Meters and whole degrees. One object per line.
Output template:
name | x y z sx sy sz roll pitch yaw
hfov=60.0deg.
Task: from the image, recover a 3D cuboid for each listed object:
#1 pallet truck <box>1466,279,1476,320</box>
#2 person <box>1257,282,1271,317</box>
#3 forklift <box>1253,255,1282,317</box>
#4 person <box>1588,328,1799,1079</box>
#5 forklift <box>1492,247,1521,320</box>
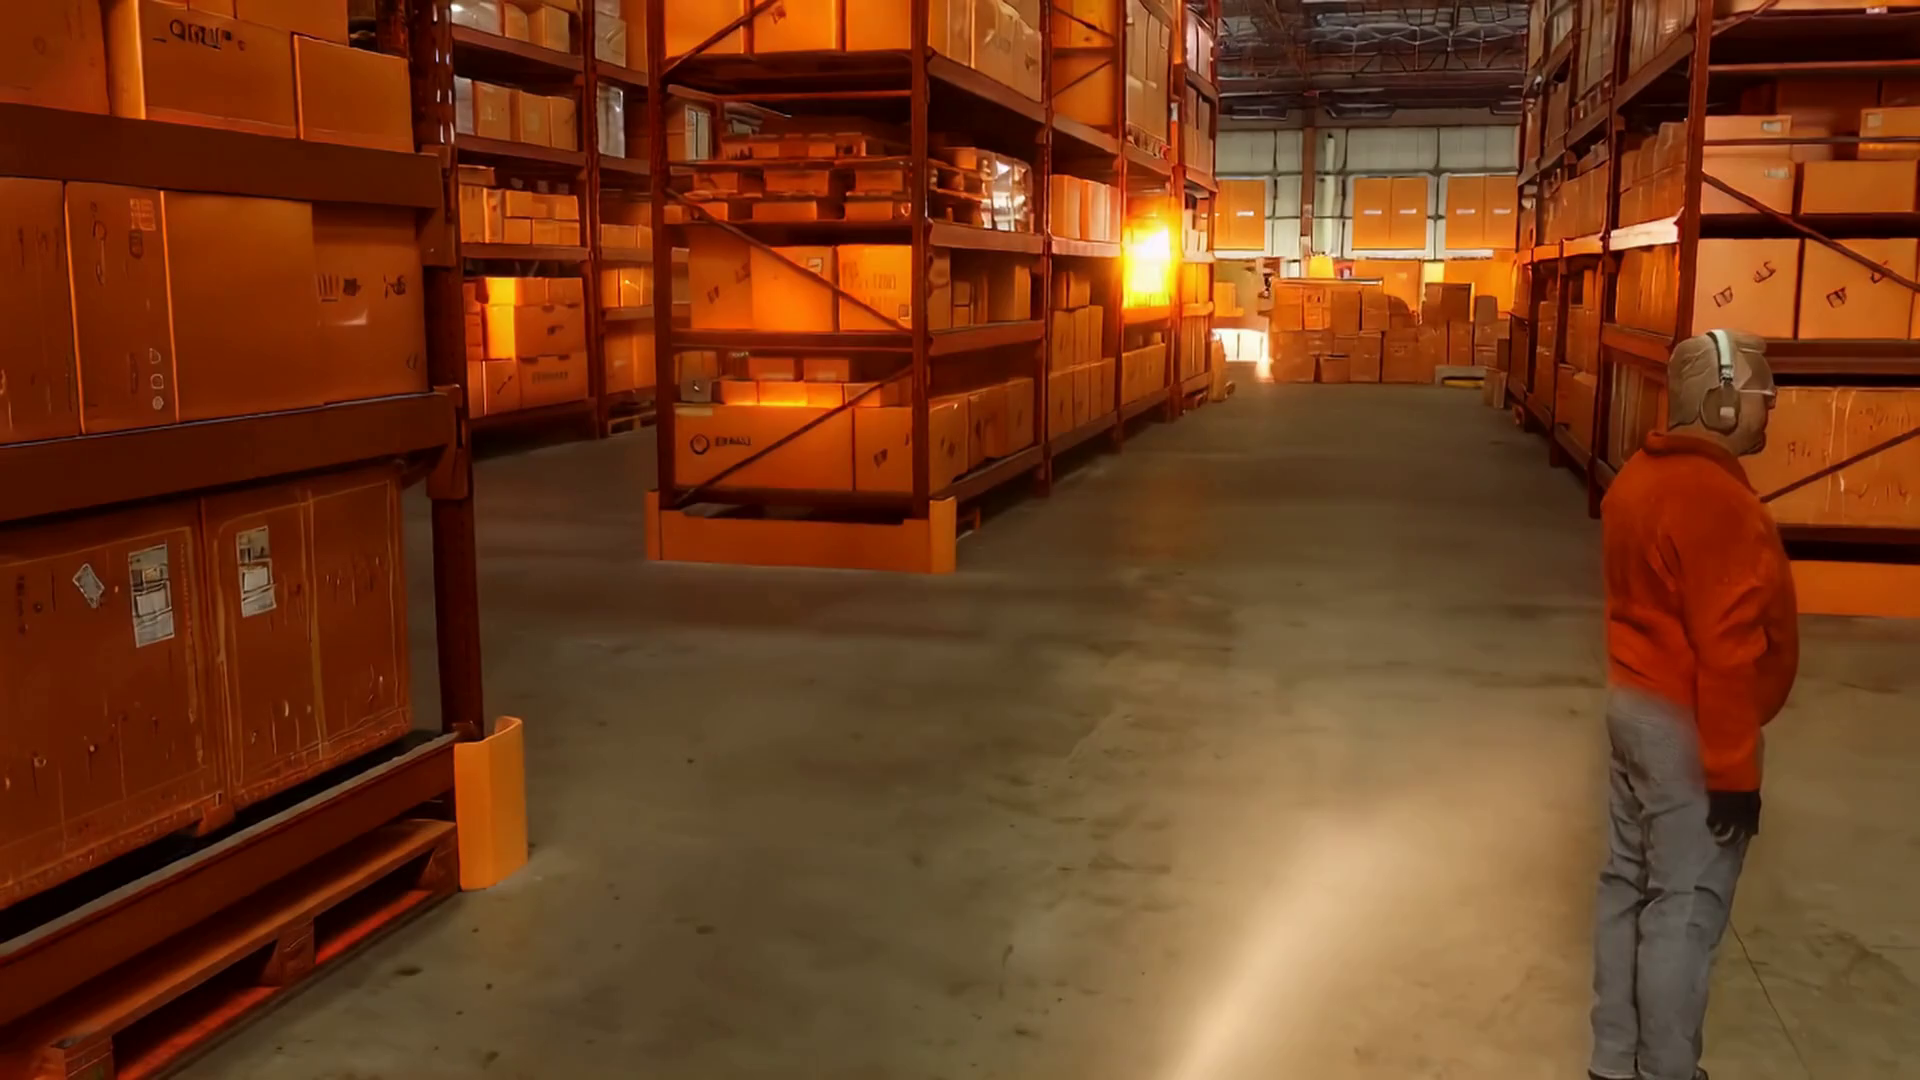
pallet truck | 18.896 -8.459 60.307 1.885 1.965 0.823 5 10 31
person | 9.971 -7.474 54.322 0.633 1.918 0.779 -2 9 -12
forklift | 10.632 -8.462 57.531 1.129 2.768 1.873 -4 10 -24
person | 1.723 0.466 3.894 0.407 1.910 0.638 0 9 2
forklift | 14.408 -6.284 43.693 1.873 2.768 1.129 -8 12 -41
